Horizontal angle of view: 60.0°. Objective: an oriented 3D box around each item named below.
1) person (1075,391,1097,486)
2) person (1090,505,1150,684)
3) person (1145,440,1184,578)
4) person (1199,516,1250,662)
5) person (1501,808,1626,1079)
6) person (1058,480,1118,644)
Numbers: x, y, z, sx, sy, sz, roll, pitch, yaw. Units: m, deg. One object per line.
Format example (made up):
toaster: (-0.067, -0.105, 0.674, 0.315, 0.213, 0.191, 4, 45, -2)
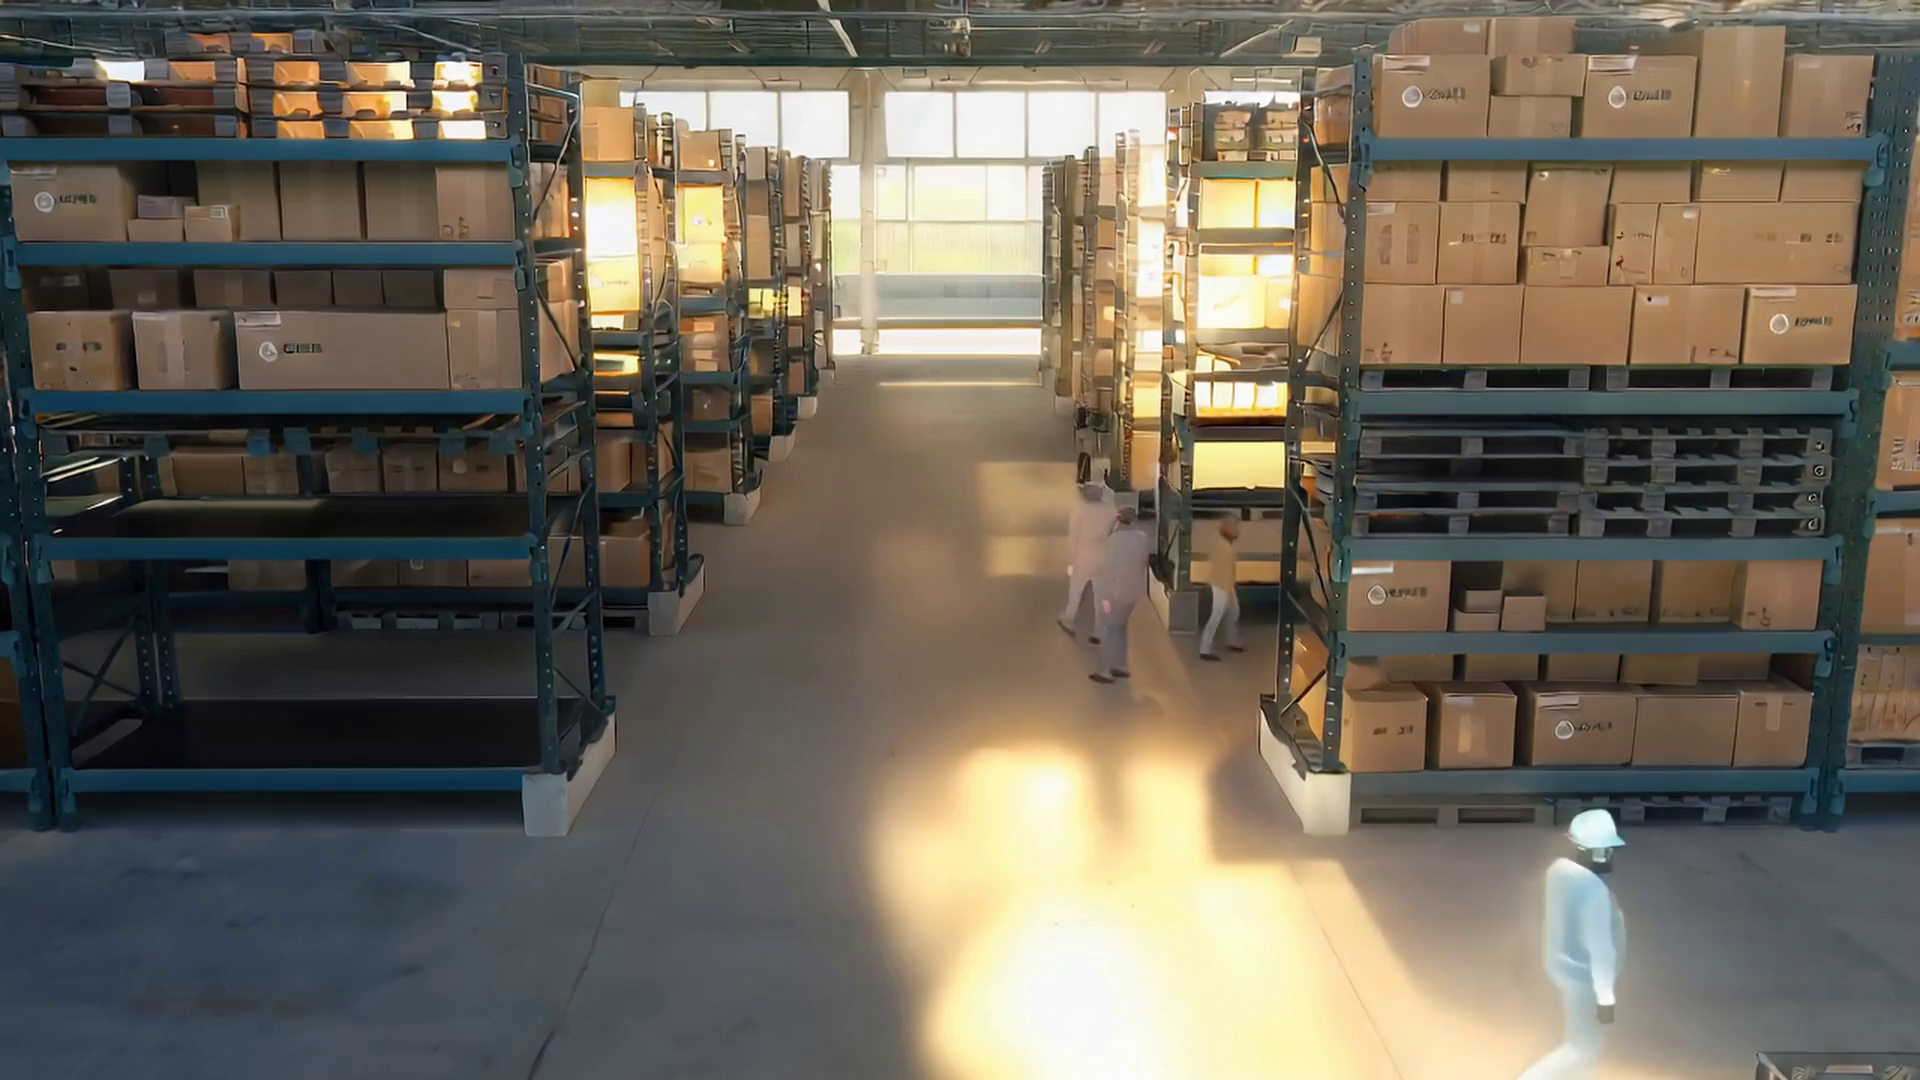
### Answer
person: (2.249, -1.805, 29.616, 0.319, 1.691, 0.536, -7, 13, -30)
person: (1.699, 0.561, 17.500, 0.401, 1.860, 0.672, 11, 16, 43)
person: (2.739, -0.380, 22.040, 0.490, 1.896, 0.662, -2, 12, -8)
person: (2.950, 0.533, 18.254, 0.744, 1.598, 0.554, -1, 11, -6)
person: (3.274, 2.309, 8.899, 0.688, 1.814, 0.600, 0, 11, 1)
person: (1.488, 0.227, 19.153, 0.664, 1.842, 1.011, -4, 12, -21)
